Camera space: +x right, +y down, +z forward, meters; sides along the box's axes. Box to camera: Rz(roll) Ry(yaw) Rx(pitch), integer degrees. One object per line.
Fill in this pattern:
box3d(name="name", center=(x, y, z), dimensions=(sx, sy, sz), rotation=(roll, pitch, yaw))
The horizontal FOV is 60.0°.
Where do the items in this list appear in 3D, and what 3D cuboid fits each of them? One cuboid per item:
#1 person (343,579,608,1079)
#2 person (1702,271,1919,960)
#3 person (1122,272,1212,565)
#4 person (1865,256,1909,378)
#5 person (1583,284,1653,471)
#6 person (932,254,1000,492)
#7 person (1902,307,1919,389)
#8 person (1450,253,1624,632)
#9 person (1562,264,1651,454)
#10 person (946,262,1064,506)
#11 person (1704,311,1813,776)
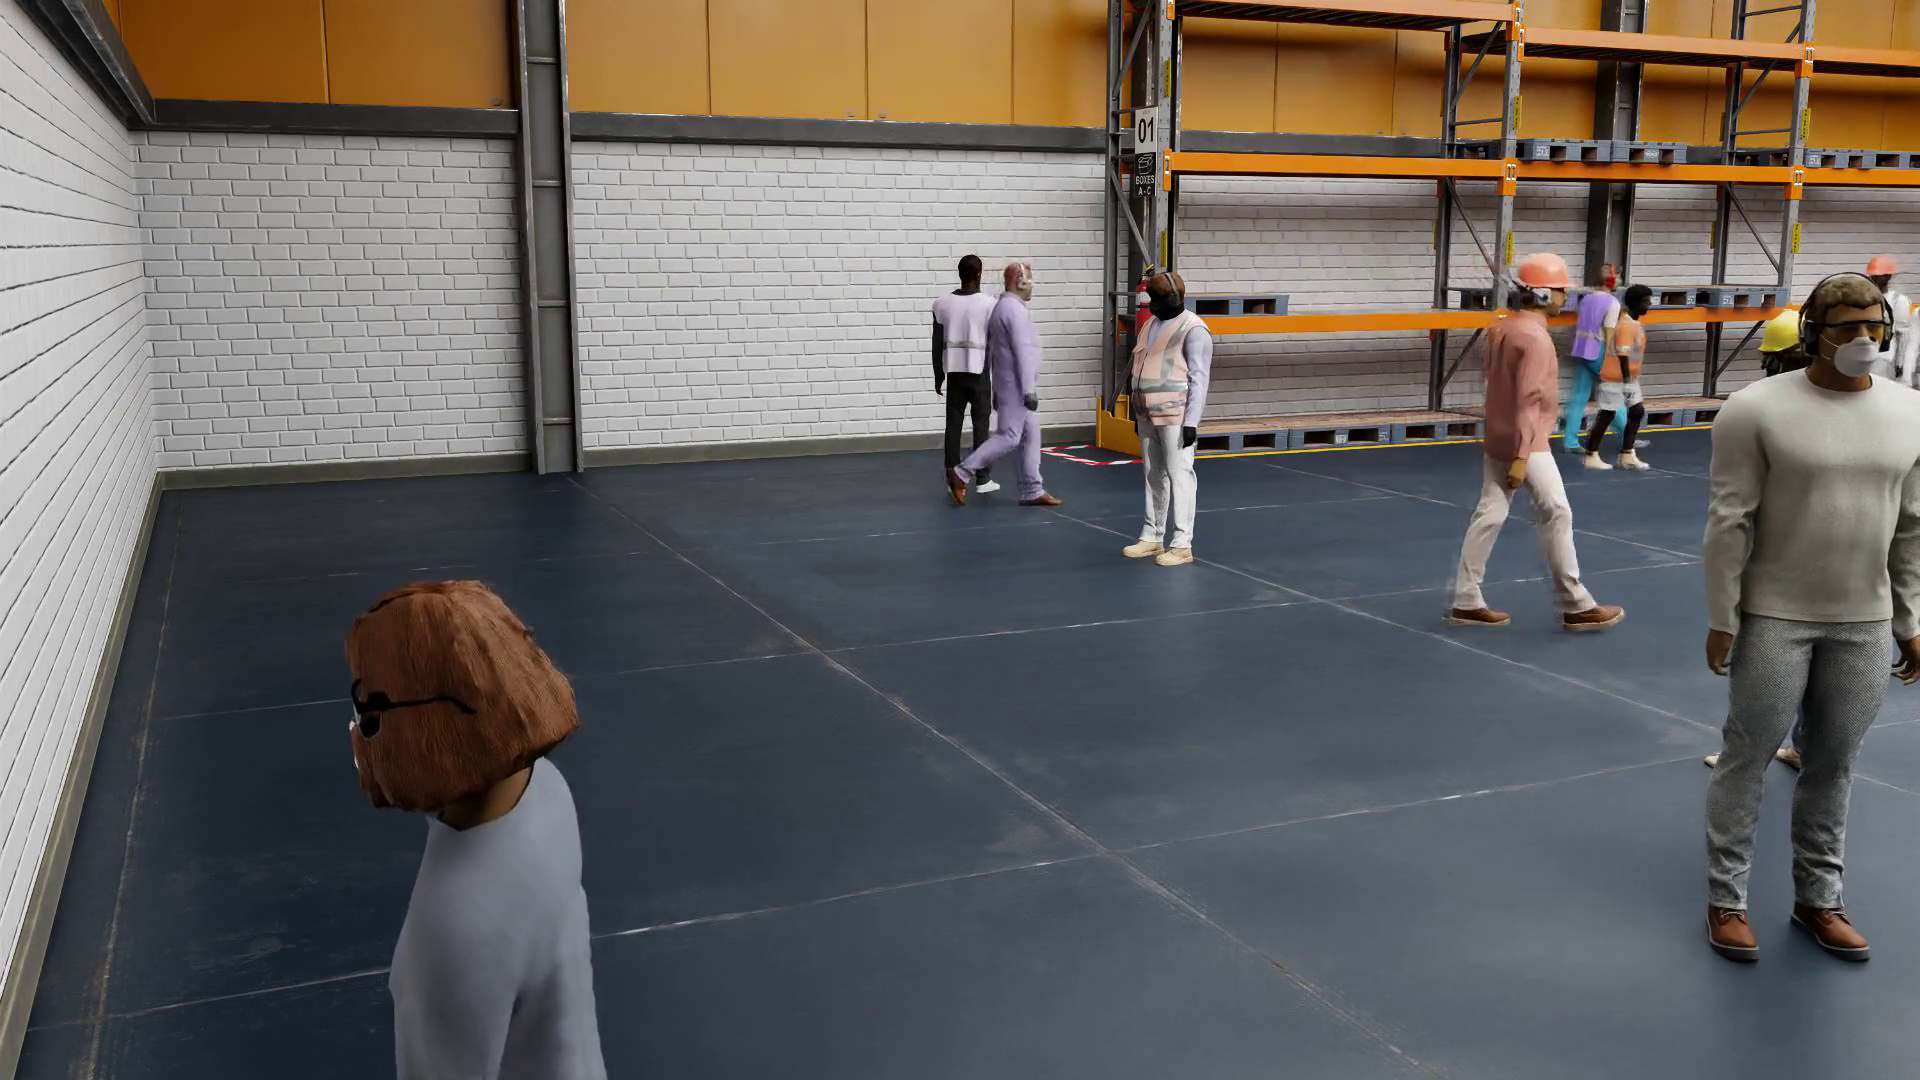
box3d(name="person", center=(-0.598, 0.846, 2.103), dimensions=(0.324, 1.629, 0.526), rotation=(-1, 10, -3))
box3d(name="person", center=(2.407, 0.226, 4.684), dimensions=(0.627, 1.941, 0.371), rotation=(0, 10, 2))
box3d(name="person", center=(1.294, -0.763, 10.488), dimensions=(0.429, 1.838, 0.621), rotation=(-6, 12, -30))
box3d(name="person", center=(8.814, -1.792, 16.101), dimensions=(1.009, 1.885, 0.551), rotation=(-5, 11, -25))
box3d(name="person", center=(5.808, -1.406, 14.548), dimensions=(0.647, 1.651, 0.537), rotation=(7, 12, 34))
box3d(name="person", center=(0.065, -1.337, 13.447), dimensions=(0.599, 1.917, 0.376), rotation=(4, 11, 19))
box3d(name="person", center=(7.775, -1.229, 13.089), dimensions=(0.996, 1.835, 0.593), rotation=(-8, 13, -38))
box3d(name="person", center=(3.038, -0.493, 8.644), dimensions=(0.947, 1.954, 0.619), rotation=(-1, 10, -3))
box3d(name="person", center=(6.165, -1.702, 15.804), dimensions=(0.901, 1.809, 0.571), rotation=(-3, 11, -16))
box3d(name="person", center=(0.344, -1.165, 12.628), dimensions=(0.849, 1.874, 0.646), rotation=(-1, 10, -3))
box3d(name="person", center=(3.077, 0.028, 6.269), dimensions=(0.526, 1.768, 0.331), rotation=(-2, 10, -11))
